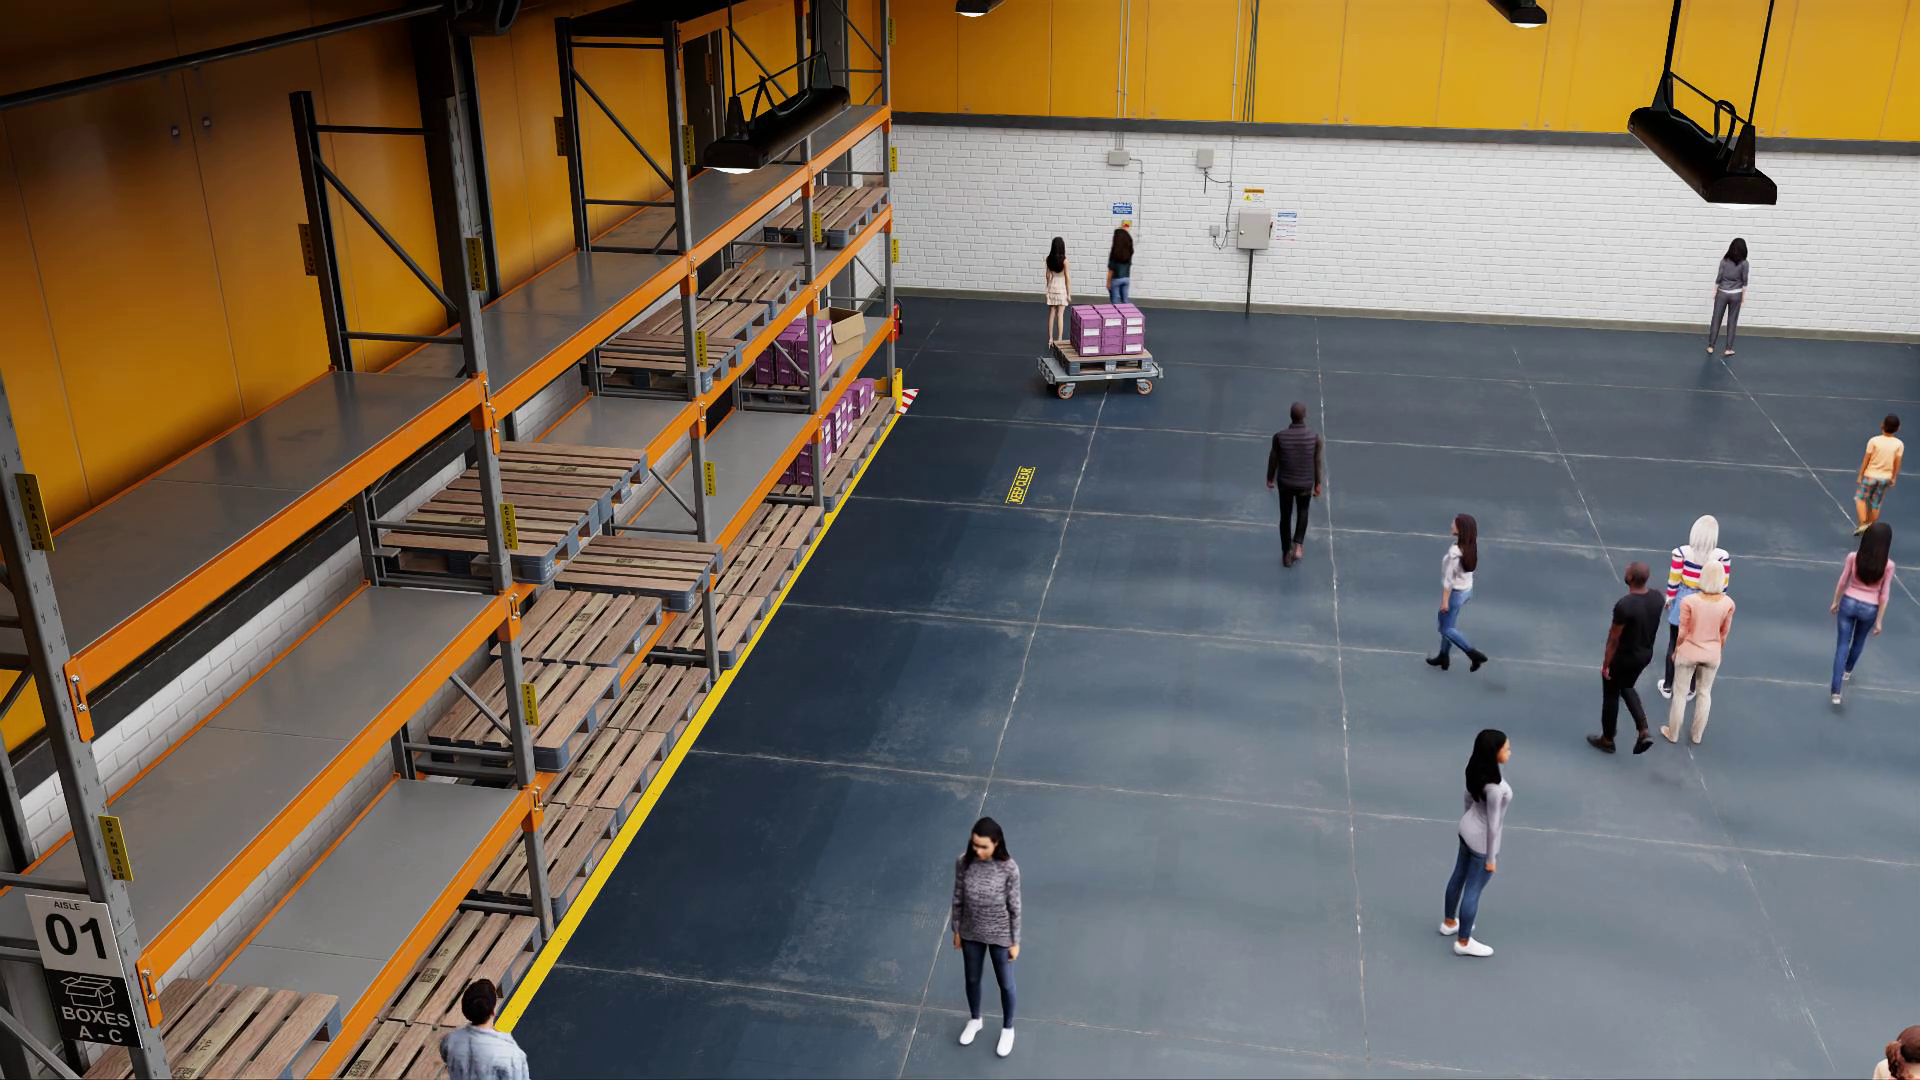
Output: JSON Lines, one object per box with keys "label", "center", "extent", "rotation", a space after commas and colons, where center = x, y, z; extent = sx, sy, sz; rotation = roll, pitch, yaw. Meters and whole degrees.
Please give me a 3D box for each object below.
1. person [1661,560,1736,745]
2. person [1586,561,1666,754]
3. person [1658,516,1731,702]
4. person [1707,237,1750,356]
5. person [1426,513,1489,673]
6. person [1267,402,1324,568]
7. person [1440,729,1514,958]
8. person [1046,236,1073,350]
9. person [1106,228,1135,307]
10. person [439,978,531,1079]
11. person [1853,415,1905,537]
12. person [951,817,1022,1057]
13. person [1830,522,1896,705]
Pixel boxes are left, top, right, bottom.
{"label": "person", "center": [6.397, 0.968, 14.402], "extent": [0.611, 1.725, 0.537], "rotation": [2, 24, 5]}
{"label": "person", "center": [5.736, 1.055, 14.104], "extent": [0.915, 1.804, 1.011], "rotation": [-9, 25, -21]}
{"label": "person", "center": [6.664, 0.604, 15.130], "extent": [0.690, 1.809, 0.585], "rotation": [9, 25, 19]}
{"label": "person", "center": [11.534, -3.659, 24.938], "extent": [0.657, 1.765, 0.623], "rotation": [13, 27, 27]}
{"label": "person", "center": [4.702, 0.539, 15.523], "extent": [0.900, 1.613, 0.904], "rotation": [19, 30, 36]}
{"label": "person", "center": [3.574, -0.567, 17.790], "extent": [0.733, 1.825, 0.700], "rotation": [5, 24, 12]}
{"label": "person", "center": [3.653, 2.118, 11.759], "extent": [0.717, 1.735, 0.553], "rotation": [-2, 24, -5]}
{"label": "person", "center": [1.467, -3.732, 25.142], "extent": [0.649, 1.736, 0.654], "rotation": [16, 28, 32]}
{"label": "person", "center": [2.522, -4.088, 26.104], "extent": [0.707, 1.617, 0.751], "rotation": [-11, 26, -23]}
{"label": "person", "center": [-2.602, 3.265, 9.088], "extent": [0.851, 1.772, 1.195], "rotation": [10, 25, 21]}
{"label": "person", "center": [10.204, -0.670, 18.493], "extent": [0.591, 1.451, 0.696], "rotation": [8, 25, 17]}
{"label": "person", "center": [0.187, 2.536, 10.807], "extent": [0.647, 1.731, 0.579], "rotation": [8, 25, 17]}
{"label": "person", "center": [8.123, 0.685, 15.088], "extent": [0.876, 1.695, 1.197], "rotation": [14, 27, 29]}
